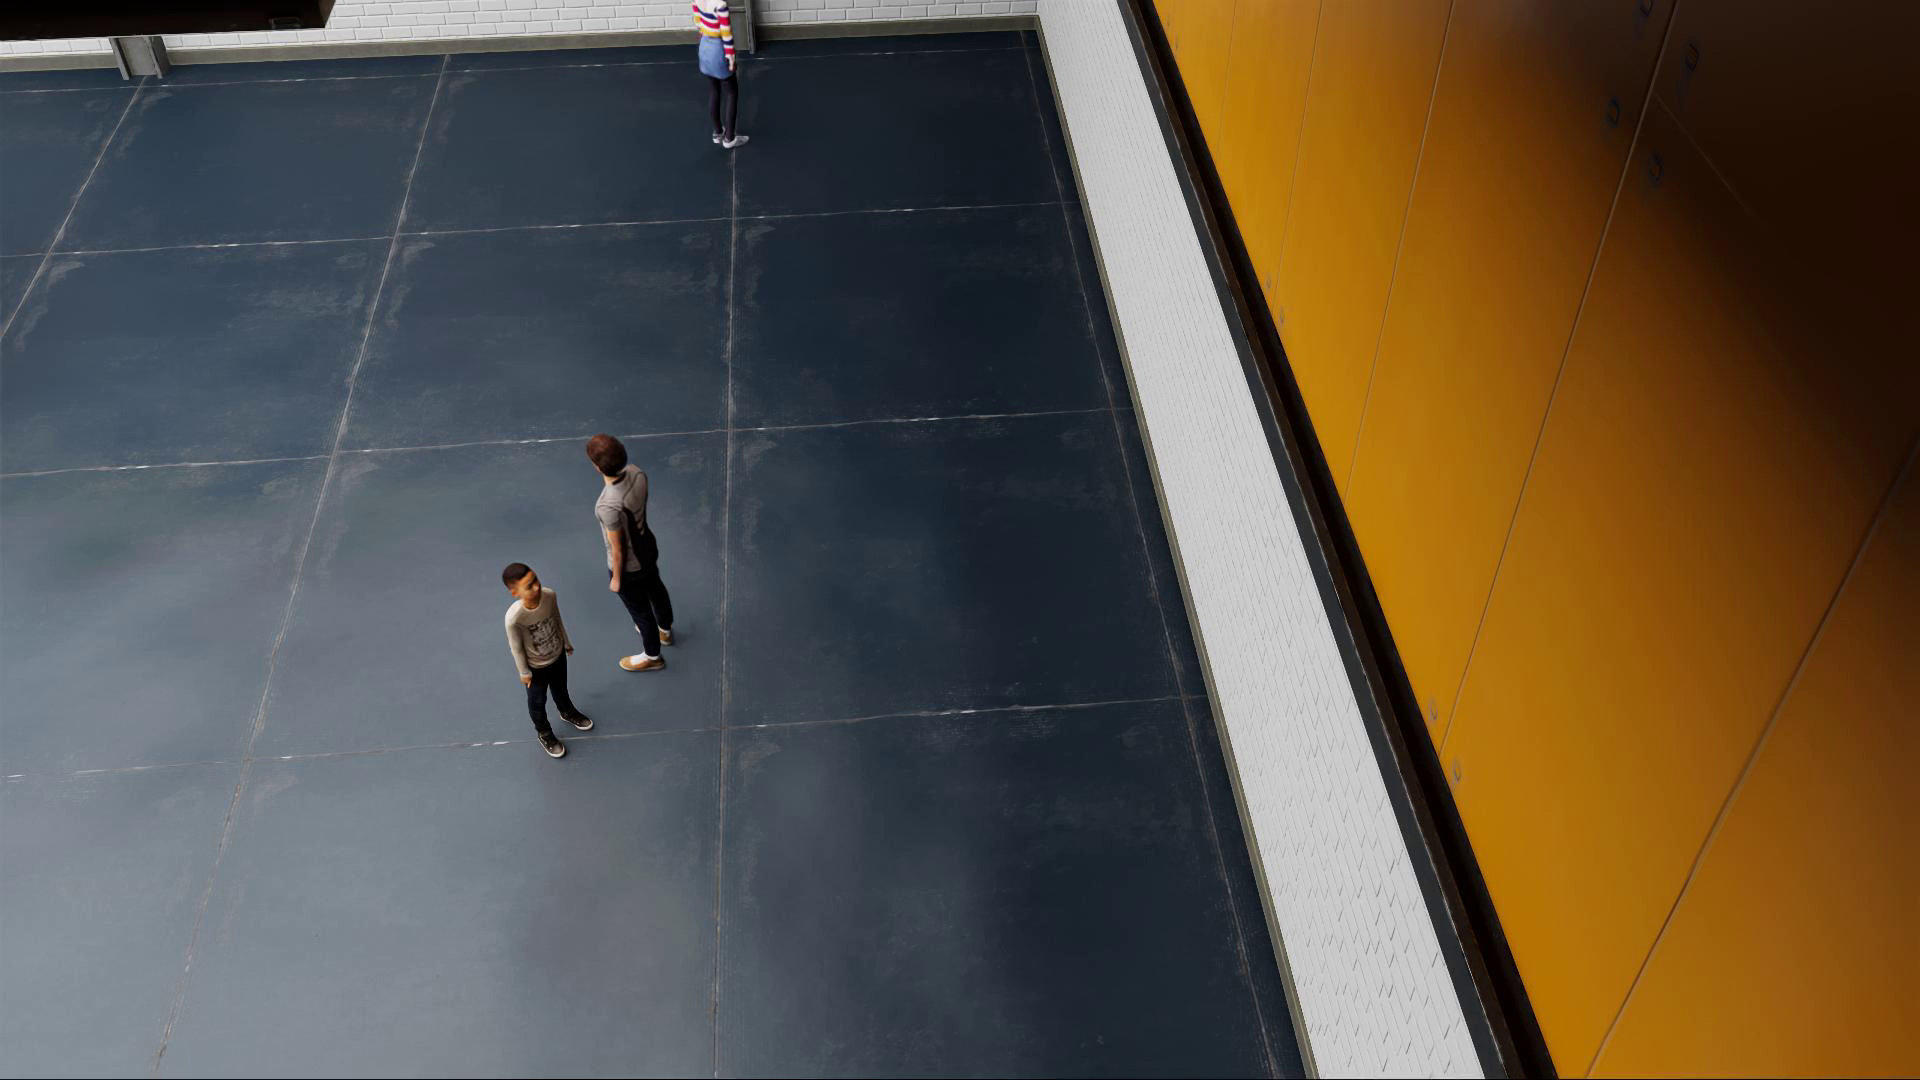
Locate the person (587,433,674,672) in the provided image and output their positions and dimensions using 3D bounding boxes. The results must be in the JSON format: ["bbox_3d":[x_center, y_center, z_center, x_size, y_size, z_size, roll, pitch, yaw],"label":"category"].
[{"bbox_3d":[-2.074,0.079,10.527,0.676,1.895,0.709,10,45,11],"label":"person"}]

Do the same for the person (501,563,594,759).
[{"bbox_3d":[-2.568,0.695,10.191,0.680,1.467,0.632,25,49,24],"label":"person"}]

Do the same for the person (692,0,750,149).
[{"bbox_3d":[-2.287,-4.484,15.380,0.721,1.808,0.773,32,52,29],"label":"person"}]
